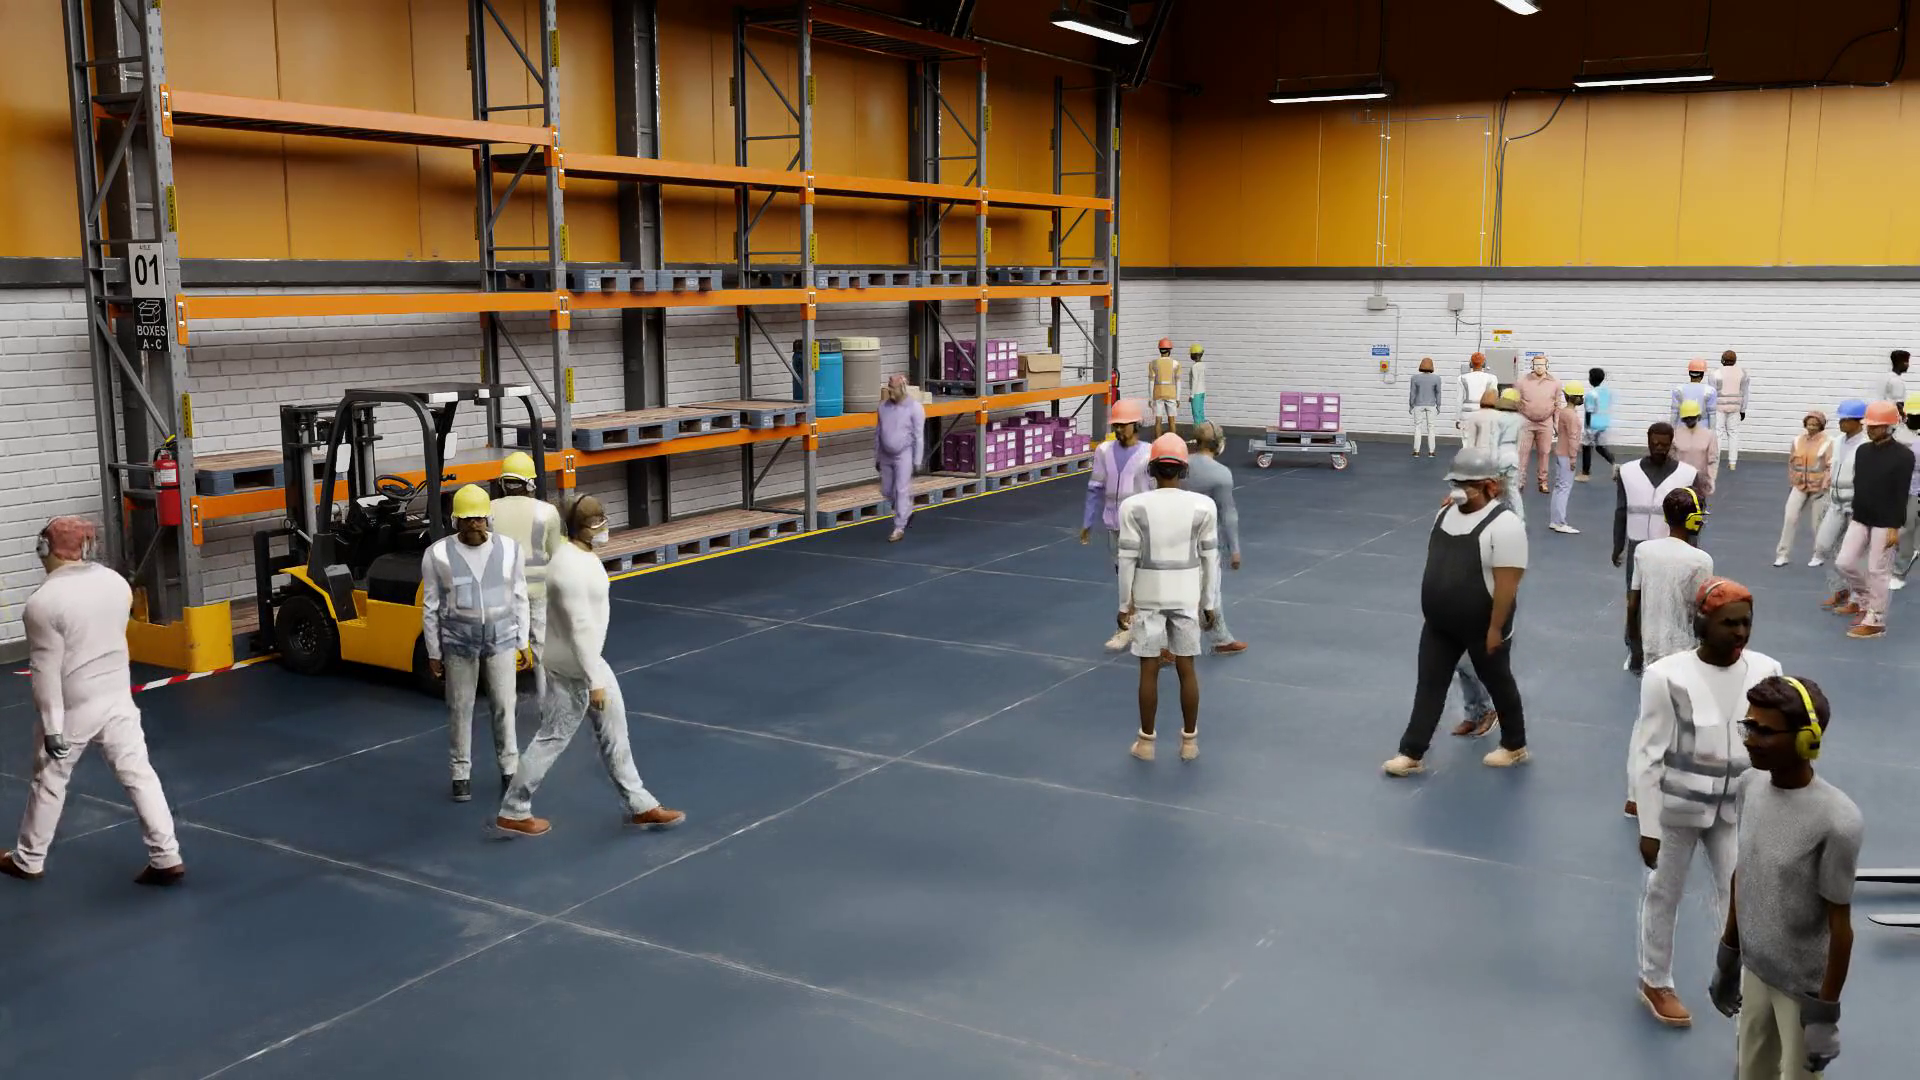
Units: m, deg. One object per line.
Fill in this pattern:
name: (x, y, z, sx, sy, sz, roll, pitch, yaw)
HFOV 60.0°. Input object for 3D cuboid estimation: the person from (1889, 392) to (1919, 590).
person: (9.083, -0.477, 15.884, 0.579, 1.900, 0.611, -6, 11, -33)

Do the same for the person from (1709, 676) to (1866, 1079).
person: (2.427, 1.305, 4.910, 0.348, 1.860, 0.507, -1, 9, -7)

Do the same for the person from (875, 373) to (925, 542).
person: (-0.672, -0.949, 18.879, 0.688, 1.901, 0.624, 6, 11, 34)

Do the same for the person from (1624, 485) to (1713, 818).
person: (3.879, 0.632, 9.066, 0.311, 1.869, 0.532, -5, 10, -28)

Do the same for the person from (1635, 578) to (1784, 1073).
person: (2.888, 1.079, 6.341, 0.603, 1.838, 0.958, 0, 9, -2)

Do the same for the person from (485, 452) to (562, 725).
person: (-2.916, 0.328, 11.078, 0.598, 1.830, 0.403, 0, 9, -2)

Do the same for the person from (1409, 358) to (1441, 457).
person: (7.637, -2.176, 27.323, 0.507, 1.631, 0.265, 2, 9, 11)

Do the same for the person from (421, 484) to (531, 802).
person: (-2.755, 0.585, 9.510, 0.595, 1.826, 0.403, -4, 10, -24)

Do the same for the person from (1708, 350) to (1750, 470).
person: (11.740, -1.990, 25.518, 0.635, 1.842, 0.429, 1, 9, 4)

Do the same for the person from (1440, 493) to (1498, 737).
person: (3.275, 0.484, 10.769, 0.377, 1.607, 0.529, -4, 10, -24)

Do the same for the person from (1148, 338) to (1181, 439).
person: (3.409, -2.395, 27.761, 0.546, 1.934, 0.376, 1, 9, 4)

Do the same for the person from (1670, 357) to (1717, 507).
person: (9.410, -1.372, 21.358, 0.552, 1.937, 0.356, 5, 11, 30)

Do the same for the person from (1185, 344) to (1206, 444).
person: (4.185, -2.586, 29.467, 0.307, 1.770, 0.525, 4, 10, 25)

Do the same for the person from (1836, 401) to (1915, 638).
person: (7.513, -0.158, 13.664, 0.419, 1.976, 0.611, -3, 9, -16)

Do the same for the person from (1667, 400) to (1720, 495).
person: (7.582, -0.607, 17.294, 0.516, 1.703, 0.927, 2, 9, 11)

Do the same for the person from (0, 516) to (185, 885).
person: (-4.295, 0.800, 8.144, 1.072, 1.842, 0.638, 3, 10, 18)

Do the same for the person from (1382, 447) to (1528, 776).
person: (3.060, 0.402, 9.970, 1.012, 2.000, 0.693, -5, 10, -29)

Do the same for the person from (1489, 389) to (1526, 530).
person: (6.301, -0.914, 19.303, 0.531, 1.673, 0.883, -4, 10, -23)

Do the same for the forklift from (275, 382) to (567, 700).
forklift: (-3.974, -0.067, 12.417, 2.313, 2.155, 1.214, 5, 11, 30)

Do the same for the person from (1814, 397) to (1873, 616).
person: (7.800, -0.287, 14.586, 0.468, 1.932, 0.611, -2, 9, -13)

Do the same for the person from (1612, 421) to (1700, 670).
person: (5.349, 0.021, 12.810, 0.607, 1.895, 0.833, 5, 10, 27)

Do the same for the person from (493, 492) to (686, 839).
person: (-2.022, 0.676, 8.776, 1.006, 1.888, 0.647, -1, 9, -5)

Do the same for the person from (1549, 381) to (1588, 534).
person: (7.097, -0.965, 19.354, 0.326, 1.767, 0.533, 1, 9, 7)

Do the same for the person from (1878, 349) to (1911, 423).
person: (13.210, -1.703, 23.410, 0.664, 1.933, 0.618, 3, 9, 16)

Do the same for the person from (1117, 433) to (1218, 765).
person: (1.262, 0.361, 10.219, 0.615, 2.040, 0.391, 0, 9, -3)

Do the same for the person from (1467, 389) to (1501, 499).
person: (6.507, -1.054, 20.455, 0.509, 1.588, 0.842, 4, 10, 22)

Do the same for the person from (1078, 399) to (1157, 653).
person: (1.271, -0.116, 13.302, 0.631, 2.011, 0.869, 7, 12, 38)

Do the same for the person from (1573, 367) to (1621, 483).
person: (9.144, -1.634, 23.779, 0.540, 1.680, 0.646, -5, 10, -29)

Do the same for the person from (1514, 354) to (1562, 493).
person: (7.907, -1.589, 22.812, 0.643, 1.908, 0.408, 2, 9, 12)

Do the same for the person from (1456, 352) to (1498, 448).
person: (7.409, -1.750, 23.881, 0.574, 1.886, 0.356, 2, 9, 15)

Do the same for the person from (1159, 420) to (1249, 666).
person: (1.842, 0.021, 12.826, 1.004, 1.896, 0.648, -5, 10, -28)

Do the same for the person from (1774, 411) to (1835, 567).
person: (8.707, -0.513, 16.999, 0.564, 1.615, 0.532, -7, 11, -36)
